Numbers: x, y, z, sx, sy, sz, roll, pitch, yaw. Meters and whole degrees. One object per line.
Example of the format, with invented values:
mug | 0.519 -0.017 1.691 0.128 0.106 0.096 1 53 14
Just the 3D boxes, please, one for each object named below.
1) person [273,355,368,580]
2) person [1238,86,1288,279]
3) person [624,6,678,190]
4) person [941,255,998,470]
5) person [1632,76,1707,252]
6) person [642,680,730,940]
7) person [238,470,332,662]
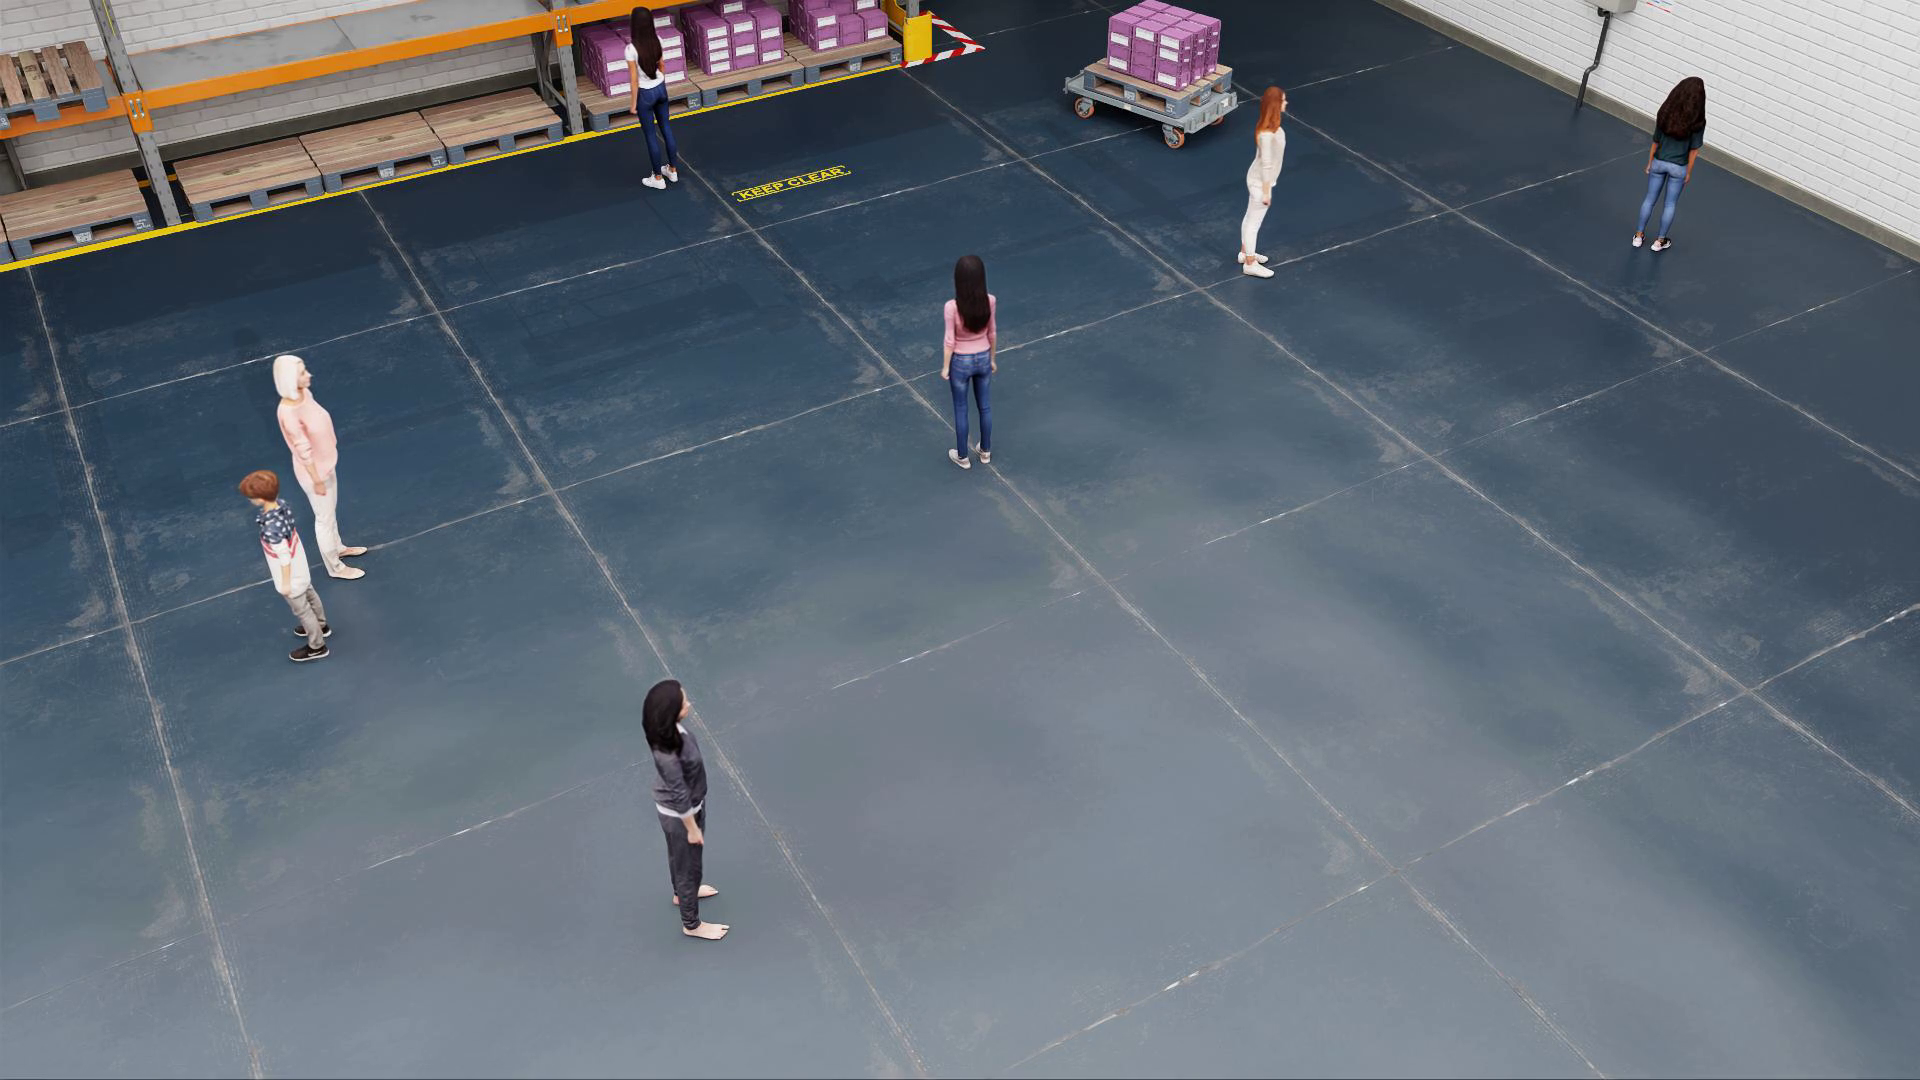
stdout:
person | -4.365 -0.506 11.260 0.636 1.724 0.667 -6 39 -8
person | 2.637 -3.150 14.579 0.734 1.713 0.699 4 39 5
person | -2.938 -4.222 15.873 0.713 1.774 0.564 28 46 31
person | 0.071 -1.311 12.254 0.474 1.742 0.667 -14 41 -17
person | 6.384 -3.379 14.944 0.690 1.617 0.713 25 45 28
person | -1.489 1.417 8.820 0.580 1.764 0.636 -11 40 -14
person | -4.309 0.142 10.674 0.561 1.444 0.571 -6 39 -8
